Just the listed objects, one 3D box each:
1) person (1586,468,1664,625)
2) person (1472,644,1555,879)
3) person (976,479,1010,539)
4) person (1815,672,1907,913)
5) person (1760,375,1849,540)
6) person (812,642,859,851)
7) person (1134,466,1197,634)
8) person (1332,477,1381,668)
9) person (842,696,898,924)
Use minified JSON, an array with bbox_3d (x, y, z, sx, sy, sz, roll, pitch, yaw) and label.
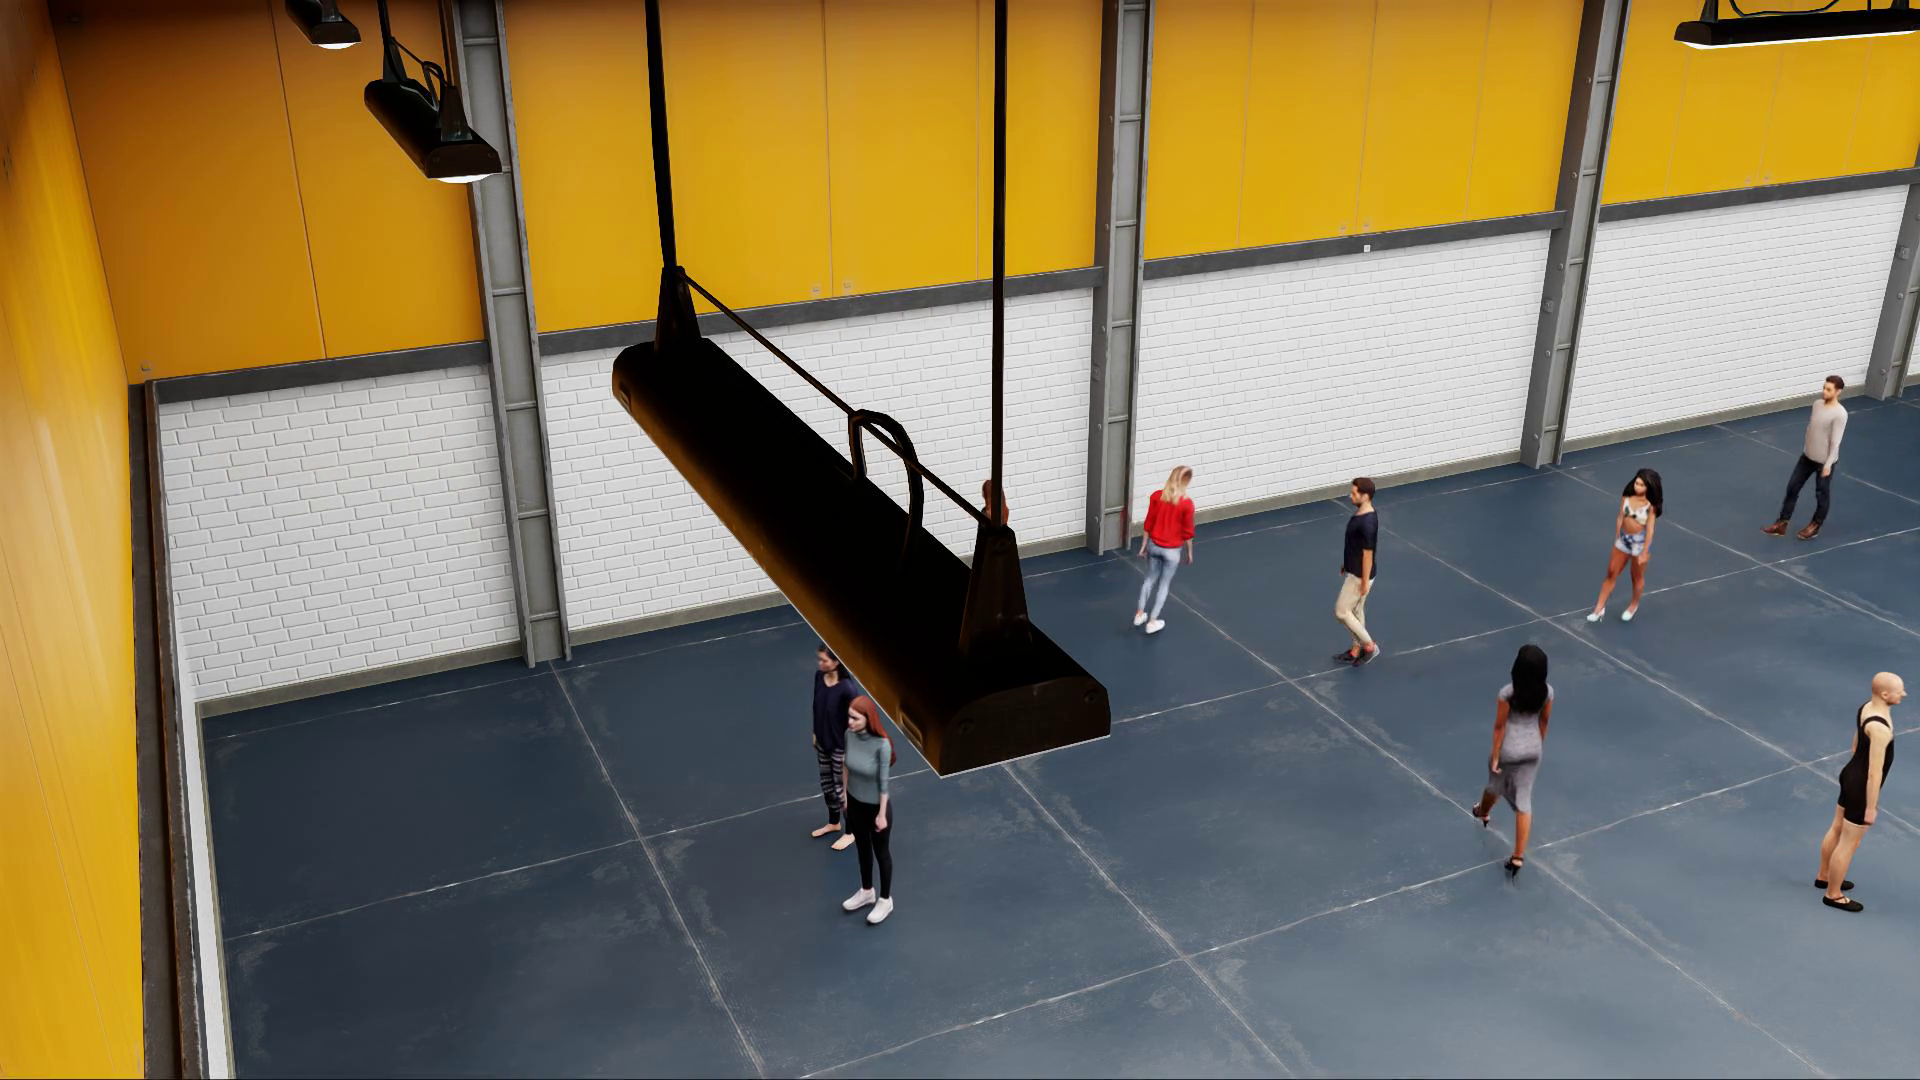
[{"bbox_3d":[6.470,0.058,15.866,0.890,1.598,0.669,-15,28,-30],"label":"person"},{"bbox_3d":[4.082,1.640,12.090,1.133,1.724,0.951,-1,24,-2],"label":"person"},{"bbox_3d":[0.322,0.118,15.876,0.681,1.481,0.556,19,30,36],"label":"person"},{"bbox_3d":[6.345,1.742,11.742,0.748,1.815,0.703,7,25,15],"label":"person"},{"bbox_3d":[9.204,-0.869,17.680,0.940,1.844,0.754,-8,25,-17],"label":"person"},{"bbox_3d":[-0.922,1.492,12.418,0.623,1.732,0.664,-21,31,-39],"label":"person"},{"bbox_3d":[1.896,0.115,15.659,0.782,1.660,0.806,7,25,15],"label":"person"},{"bbox_3d":[3.694,0.314,14.980,0.848,1.838,0.796,5,24,11],"label":"person"},{"bbox_3d":[-0.634,1.852,11.582,0.640,1.743,0.647,19,30,36],"label":"person"}]
